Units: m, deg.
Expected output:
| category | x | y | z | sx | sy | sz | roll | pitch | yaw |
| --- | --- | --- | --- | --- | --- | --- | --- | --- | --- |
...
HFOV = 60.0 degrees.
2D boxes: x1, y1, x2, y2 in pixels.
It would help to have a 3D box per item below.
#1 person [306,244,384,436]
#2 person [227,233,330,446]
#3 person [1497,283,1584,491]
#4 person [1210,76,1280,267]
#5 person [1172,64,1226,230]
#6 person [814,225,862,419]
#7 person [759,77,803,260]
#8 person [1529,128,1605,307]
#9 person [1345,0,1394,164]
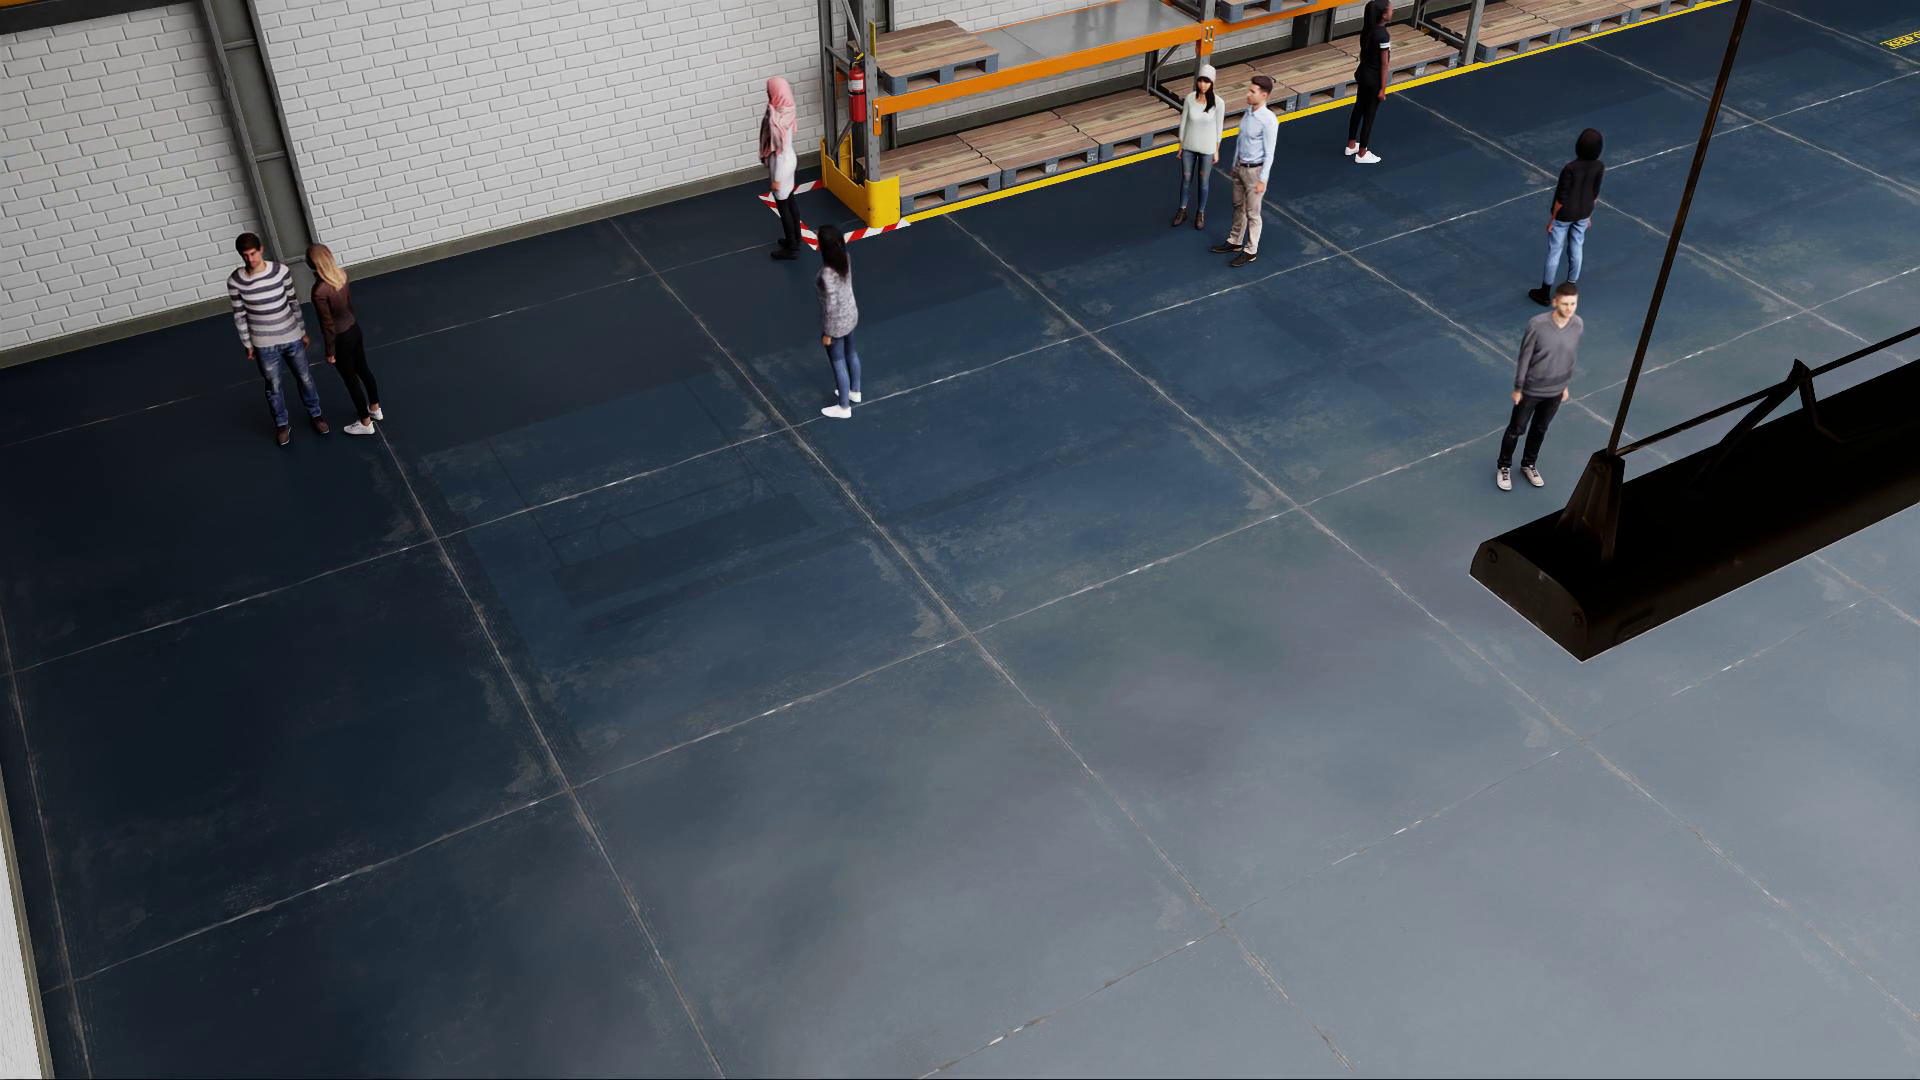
| category | x | y | z | sx | sy | sz | roll | pitch | yaw |
| --- | --- | --- | --- | --- | --- | --- | --- | --- | --- |
| person | -4.978 | -1.631 | 13.444 | 0.709 | 1.704 | 0.672 | 6 | 39 | 7 |
| person | -5.482 | -1.638 | 13.334 | 0.467 | 1.852 | 0.719 | -17 | 42 | -20 |
| person | 4.496 | -1.198 | 12.857 | 0.613 | 1.760 | 0.752 | -4 | 39 | -5 |
| person | 2.742 | -3.490 | 15.657 | 0.628 | 1.848 | 0.661 | -15 | 41 | -18 |
| person | 2.336 | -3.849 | 16.268 | 0.640 | 1.644 | 0.692 | 11 | 40 | 14 |
| person | -0.992 | -1.802 | 13.636 | 0.746 | 1.732 | 0.663 | 14 | 41 | 16 |
| person | -1.678 | -3.514 | 15.722 | 0.793 | 1.803 | 0.739 | 8 | 39 | 10 |
| person | 5.531 | -2.923 | 15.064 | 0.577 | 1.701 | 0.701 | -7 | 39 | -8 |
| person | 4.307 | -4.818 | 17.415 | 0.628 | 1.729 | 0.657 | -12 | 40 | -14 |
